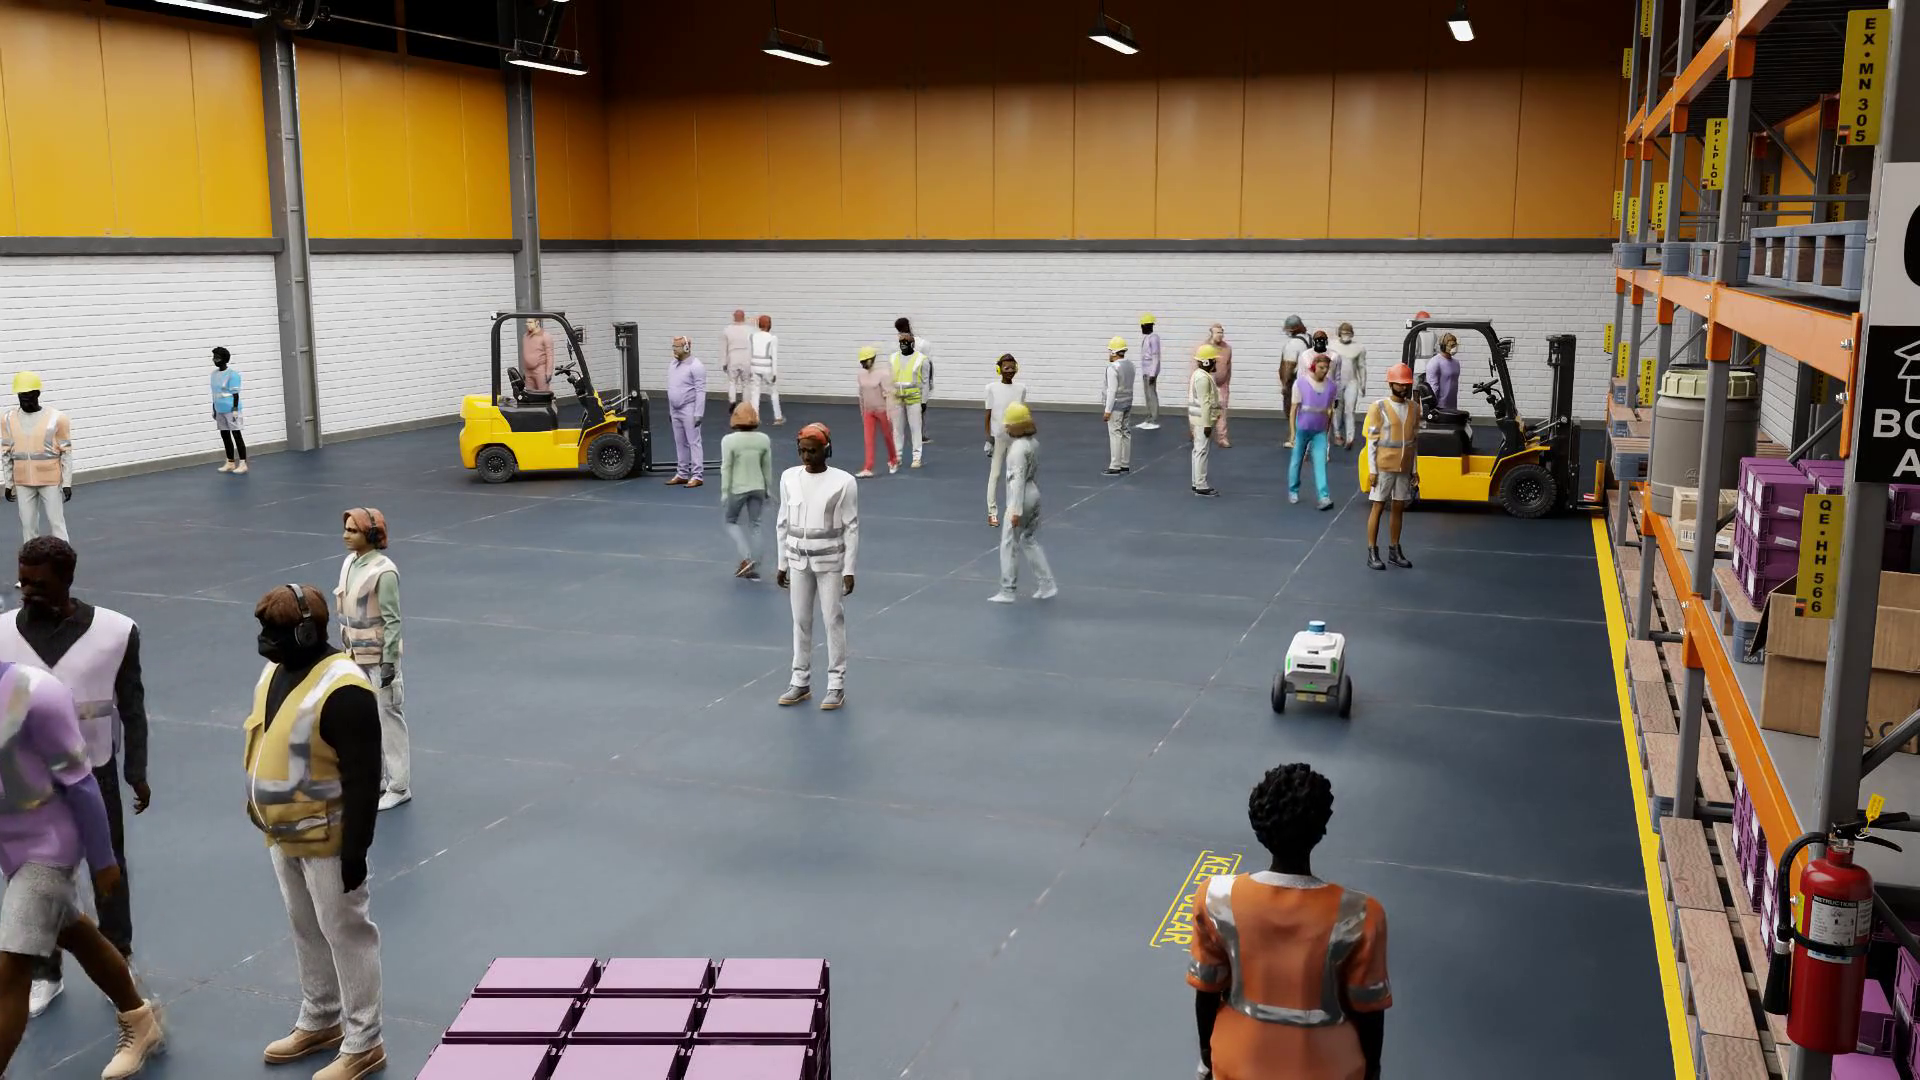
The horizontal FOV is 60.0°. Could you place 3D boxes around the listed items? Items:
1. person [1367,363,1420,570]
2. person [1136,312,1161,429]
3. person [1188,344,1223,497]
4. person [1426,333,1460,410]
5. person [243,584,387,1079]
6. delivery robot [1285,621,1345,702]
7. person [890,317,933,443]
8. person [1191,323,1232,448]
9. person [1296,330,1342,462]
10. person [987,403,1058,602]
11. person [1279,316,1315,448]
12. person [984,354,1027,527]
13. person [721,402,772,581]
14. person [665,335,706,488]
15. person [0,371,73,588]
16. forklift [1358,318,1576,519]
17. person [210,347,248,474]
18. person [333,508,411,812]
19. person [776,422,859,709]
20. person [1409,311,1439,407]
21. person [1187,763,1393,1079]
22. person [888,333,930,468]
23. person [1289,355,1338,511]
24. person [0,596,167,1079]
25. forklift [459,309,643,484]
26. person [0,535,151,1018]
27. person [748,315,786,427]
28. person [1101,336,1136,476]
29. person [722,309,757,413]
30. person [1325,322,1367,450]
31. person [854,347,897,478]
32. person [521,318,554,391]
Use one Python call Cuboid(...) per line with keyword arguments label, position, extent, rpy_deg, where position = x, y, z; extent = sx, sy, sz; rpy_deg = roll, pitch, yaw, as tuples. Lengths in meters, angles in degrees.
Cuboid(label="person", position=(4.073, -0.689, 15.589), extent=(0.542, 1.939, 0.364), rpy_deg=(-3, 11, -18))
Cuboid(label="person", position=(3.106, -2.783, 27.421), extent=(0.387, 1.922, 0.593), rpy_deg=(-1, 10, -6))
Cuboid(label="person", position=(2.970, -1.445, 20.134), extent=(0.404, 1.837, 0.590), rpy_deg=(0, 10, 0))
Cuboid(label="person", position=(6.060, -1.621, 20.836), extent=(0.372, 1.940, 0.630), rpy_deg=(10, 14, 44))
Cuboid(label="person", position=(-2.339, 1.060, 6.013), extent=(0.633, 1.842, 0.429), rpy_deg=(9, 13, 40))
Cuboid(label="delivery robot", position=(2.342, 0.779, 10.949), extent=(0.477, 0.478, 0.707), rpy_deg=(3, 11, 16))
Cuboid(label="person", position=(-0.762, -2.424, 25.393), extent=(0.709, 1.932, 0.410), rpy_deg=(2, 10, 8))
Cuboid(label="person", position=(3.795, -2.355, 25.196), extent=(0.657, 1.870, 0.950), rpy_deg=(-3, 11, -17))
Cuboid(label="person", position=(5.009, -2.006, 23.277), extent=(0.625, 1.844, 0.429), rpy_deg=(2, 10, 11))
Cuboid(label="person", position=(0.530, -0.300, 14.121), extent=(0.565, 1.719, 0.525), rpy_deg=(3, 11, 18))
Cuboid(label="person", position=(5.069, -2.418, 25.035), extent=(0.533, 2.000, 0.764), rpy_deg=(8, 13, 39))
Cuboid(label="person", position=(0.507, -1.080, 17.982), extent=(0.517, 1.873, 0.328), rpy_deg=(-4, 11, -23))
Cuboid(label="person", position=(-1.940, -0.434, 15.029), extent=(0.528, 1.622, 0.362), rpy_deg=(-7, 12, -34))
Cuboid(label="person", position=(-3.460, -1.612, 20.872), extent=(0.643, 1.910, 0.399), rpy_deg=(10, 14, 44))
Cuboid(label="person", position=(-8.183, -0.535, 14.755), extent=(0.588, 1.927, 0.370), rpy_deg=(-1, 10, -8))
Cuboid(label="forklift", position=(5.787, -1.437, 19.079), extent=(2.313, 2.155, 1.214), rpy_deg=(3, 11, 19))
Cuboid(label="person", position=(-9.748, -1.724, 22.108), extent=(0.534, 1.691, 0.320), rpy_deg=(6, 12, 29))
Cuboid(label="person", position=(-3.172, 0.632, 8.979), extent=(0.514, 1.645, 0.309), rpy_deg=(9, 13, 41))
Cuboid(label="person", position=(-0.944, 0.169, 10.905), extent=(0.574, 1.887, 0.355), rpy_deg=(4, 11, 21))
Cuboid(label="person", position=(7.649, -2.824, 27.601), extent=(0.545, 1.942, 0.351), rpy_deg=(-4, 11, -23))
Cuboid(label="person", position=(0.866, 1.416, 4.408), extent=(0.532, 1.699, 0.319), rpy_deg=(4, 11, 19))
Cuboid(label="person", position=(-0.728, -1.905, 22.711), extent=(0.627, 1.844, 0.429), rpy_deg=(3, 11, 18))
Cuboid(label="person", position=(4.054, -1.248, 19.193), extent=(0.614, 1.779, 1.033), rpy_deg=(-2, 10, -9))
Cuboid(label="person", position=(-3.231, 1.057, 5.673), extent=(0.615, 1.963, 1.118), rpy_deg=(5, 11, 26))
Cuboid(label="forklift", position=(-5.354, -1.902, 21.697), extent=(2.313, 2.155, 1.214), rpy_deg=(-2, 10, -13))
Cuboid(label="person", position=(-3.541, 0.918, 6.608), extent=(0.589, 1.915, 0.398), rpy_deg=(-3, 11, -17))
Cuboid(label="person", position=(-3.256, -2.832, 27.916), extent=(0.599, 1.850, 0.880), rpy_deg=(4, 11, 20))
Cuboid(label="person", position=(2.066, -1.758, 21.899), extent=(0.403, 1.835, 0.588), rpy_deg=(7, 12, 35))
Cuboid(label="person", position=(-3.922, -3.182, 29.753), extent=(0.653, 1.899, 0.571), rpy_deg=(0, 10, -2))
Cuboid(label="person", position=(5.756, -2.317, 24.903), extent=(0.641, 1.896, 0.875), rpy_deg=(2, 10, 12))
Cuboid(label="person", position=(-1.088, -1.688, 21.885), extent=(0.593, 1.704, 0.881), rpy_deg=(6, 12, 30))
Cuboid(label="person", position=(-6.990, -2.773, 27.413), extent=(0.649, 1.906, 0.401), rpy_deg=(6, 12, 32))
